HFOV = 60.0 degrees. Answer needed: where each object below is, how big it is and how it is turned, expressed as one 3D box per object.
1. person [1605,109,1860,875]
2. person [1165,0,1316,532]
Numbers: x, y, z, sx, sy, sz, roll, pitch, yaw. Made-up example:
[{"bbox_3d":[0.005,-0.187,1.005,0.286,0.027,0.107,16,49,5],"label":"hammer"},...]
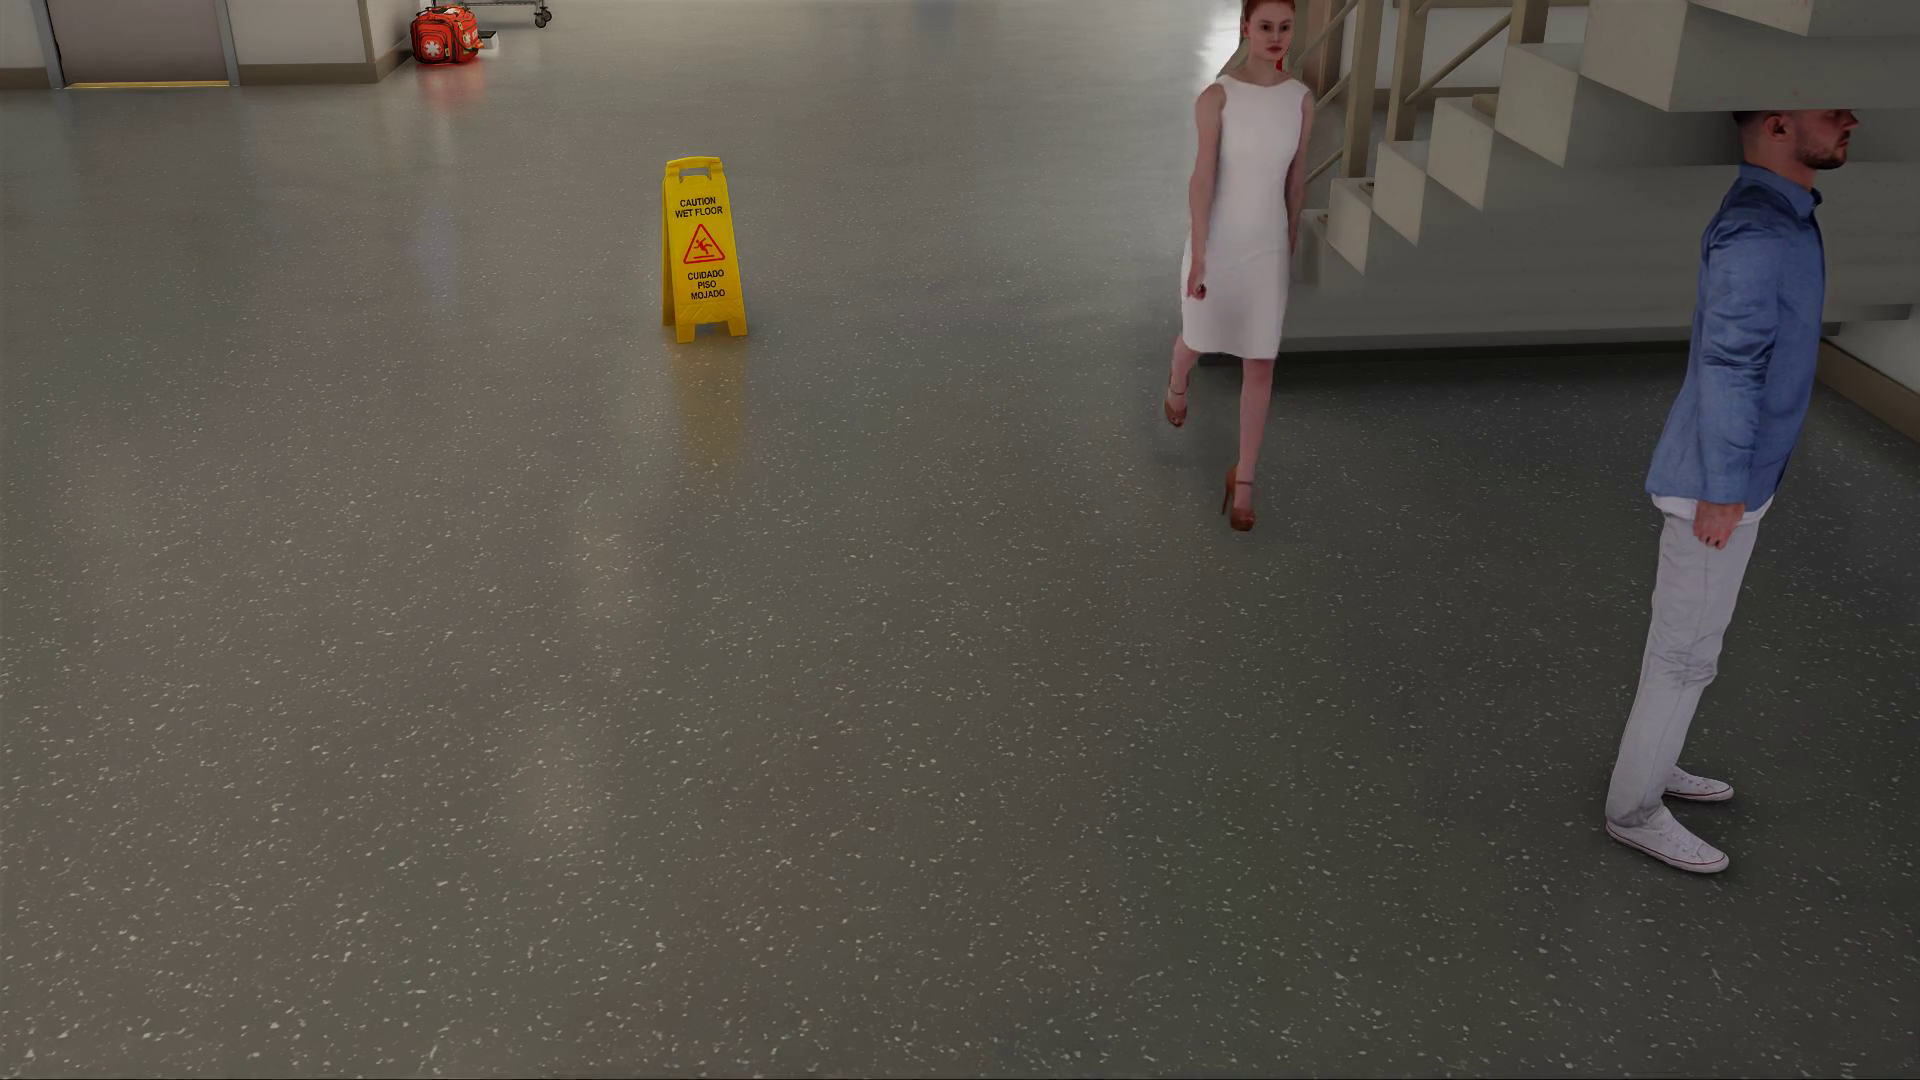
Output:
[{"bbox_3d":[1.724,-0.165,3.770,0.803,1.888,0.689,12,28,23],"label":"person"},{"bbox_3d":[0.887,-0.945,5.537,0.633,1.757,1.110,-3,26,-7],"label":"person"}]
